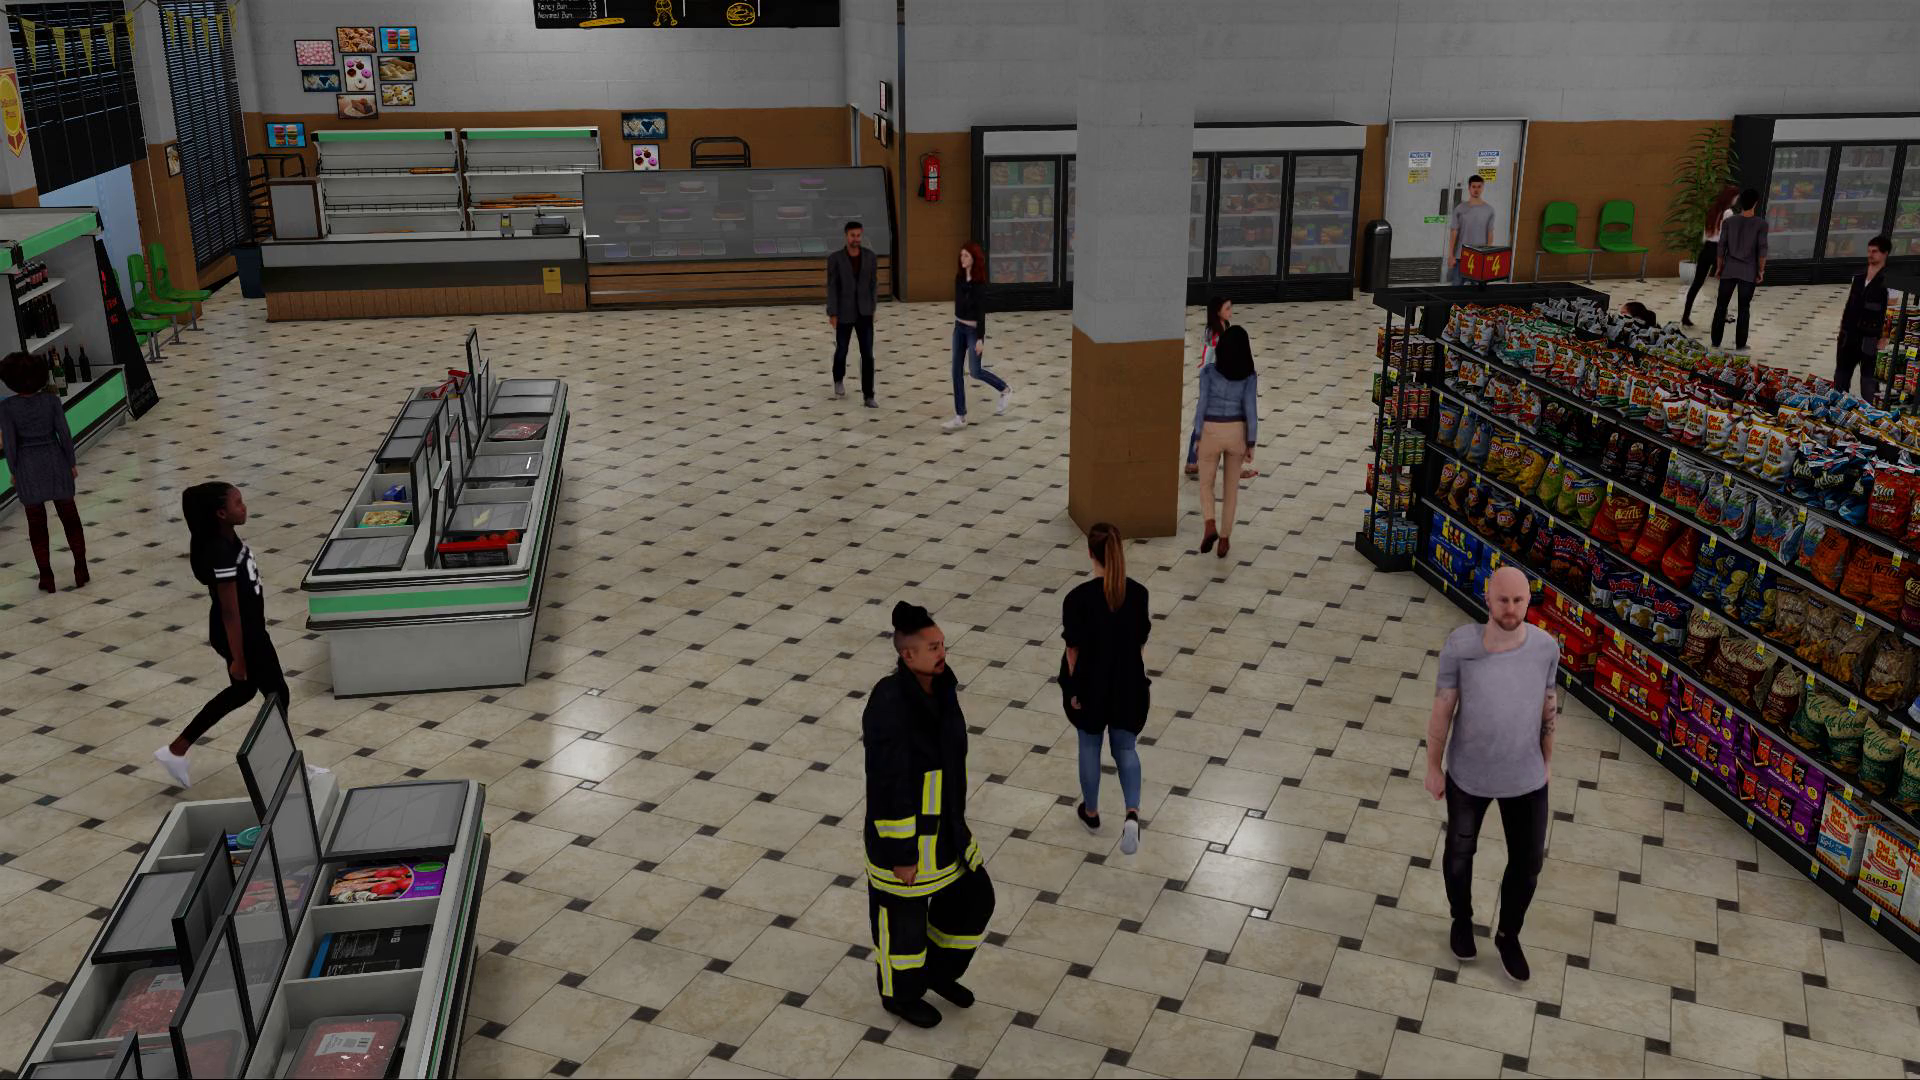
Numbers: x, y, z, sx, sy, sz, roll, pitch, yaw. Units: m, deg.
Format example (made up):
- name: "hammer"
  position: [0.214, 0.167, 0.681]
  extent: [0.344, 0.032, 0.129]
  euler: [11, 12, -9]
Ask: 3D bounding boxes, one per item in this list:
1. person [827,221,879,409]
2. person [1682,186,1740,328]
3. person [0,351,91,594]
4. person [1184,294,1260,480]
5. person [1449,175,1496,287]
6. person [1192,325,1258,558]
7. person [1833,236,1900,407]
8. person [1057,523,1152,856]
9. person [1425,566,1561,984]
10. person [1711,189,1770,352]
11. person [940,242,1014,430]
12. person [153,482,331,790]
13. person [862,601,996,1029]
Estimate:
- name: "person"
  position: [-1.108, -2.280, 16.791]
  extent: [0.821, 1.826, 1.253]
  euler: [-6, 19, -16]
- name: "person"
  position: [9.173, -3.428, 20.365]
  extent: [0.863, 1.718, 0.977]
  euler: [-8, 20, -22]
- name: "person"
  position: [-6.411, -0.478, 11.628]
  extent: [0.655, 1.712, 0.654]
  euler: [-12, 22, -32]
- name: "person"
  position: [2.105, -1.307, 14.276]
  extent: [0.969, 1.590, 0.964]
  euler: [8, 20, 23]
- name: "person"
  position: [6.230, -3.491, 20.288]
  extent: [0.738, 1.888, 0.682]
  euler: [3, 19, 8]
- name: "person"
  position: [1.919, -0.675, 12.137]
  extent: [0.770, 1.758, 0.921]
  euler: [3, 19, 9]
- name: "person"
  position: [8.636, -1.967, 15.831]
  extent: [0.810, 1.847, 0.640]
  euler: [-11, 21, -29]
- name: "person"
  position: [0.735, 0.751, 8.056]
  extent: [0.611, 1.665, 0.928]
  euler: [-4, 19, -10]
- name: "person"
  position: [2.294, 0.953, 7.208]
  extent: [0.803, 1.824, 0.806]
  euler: [2, 19, 6]
- name: "person"
  position: [9.032, -3.130, 19.272]
  extent: [0.725, 1.852, 0.794]
  euler: [13, 23, 34]
- name: "person"
  position: [0.154, -1.938, 15.876]
  extent: [0.950, 1.764, 1.059]
  euler: [-13, 23, -34]
- name: "person"
  position: [-3.824, 0.535, 8.634]
  extent: [0.885, 1.705, 1.071]
  euler: [-9, 21, -26]
- name: "person"
  position: [-0.235, 1.094, 6.742]
  extent: [0.978, 1.854, 0.912]
  euler: [12, 22, 31]
